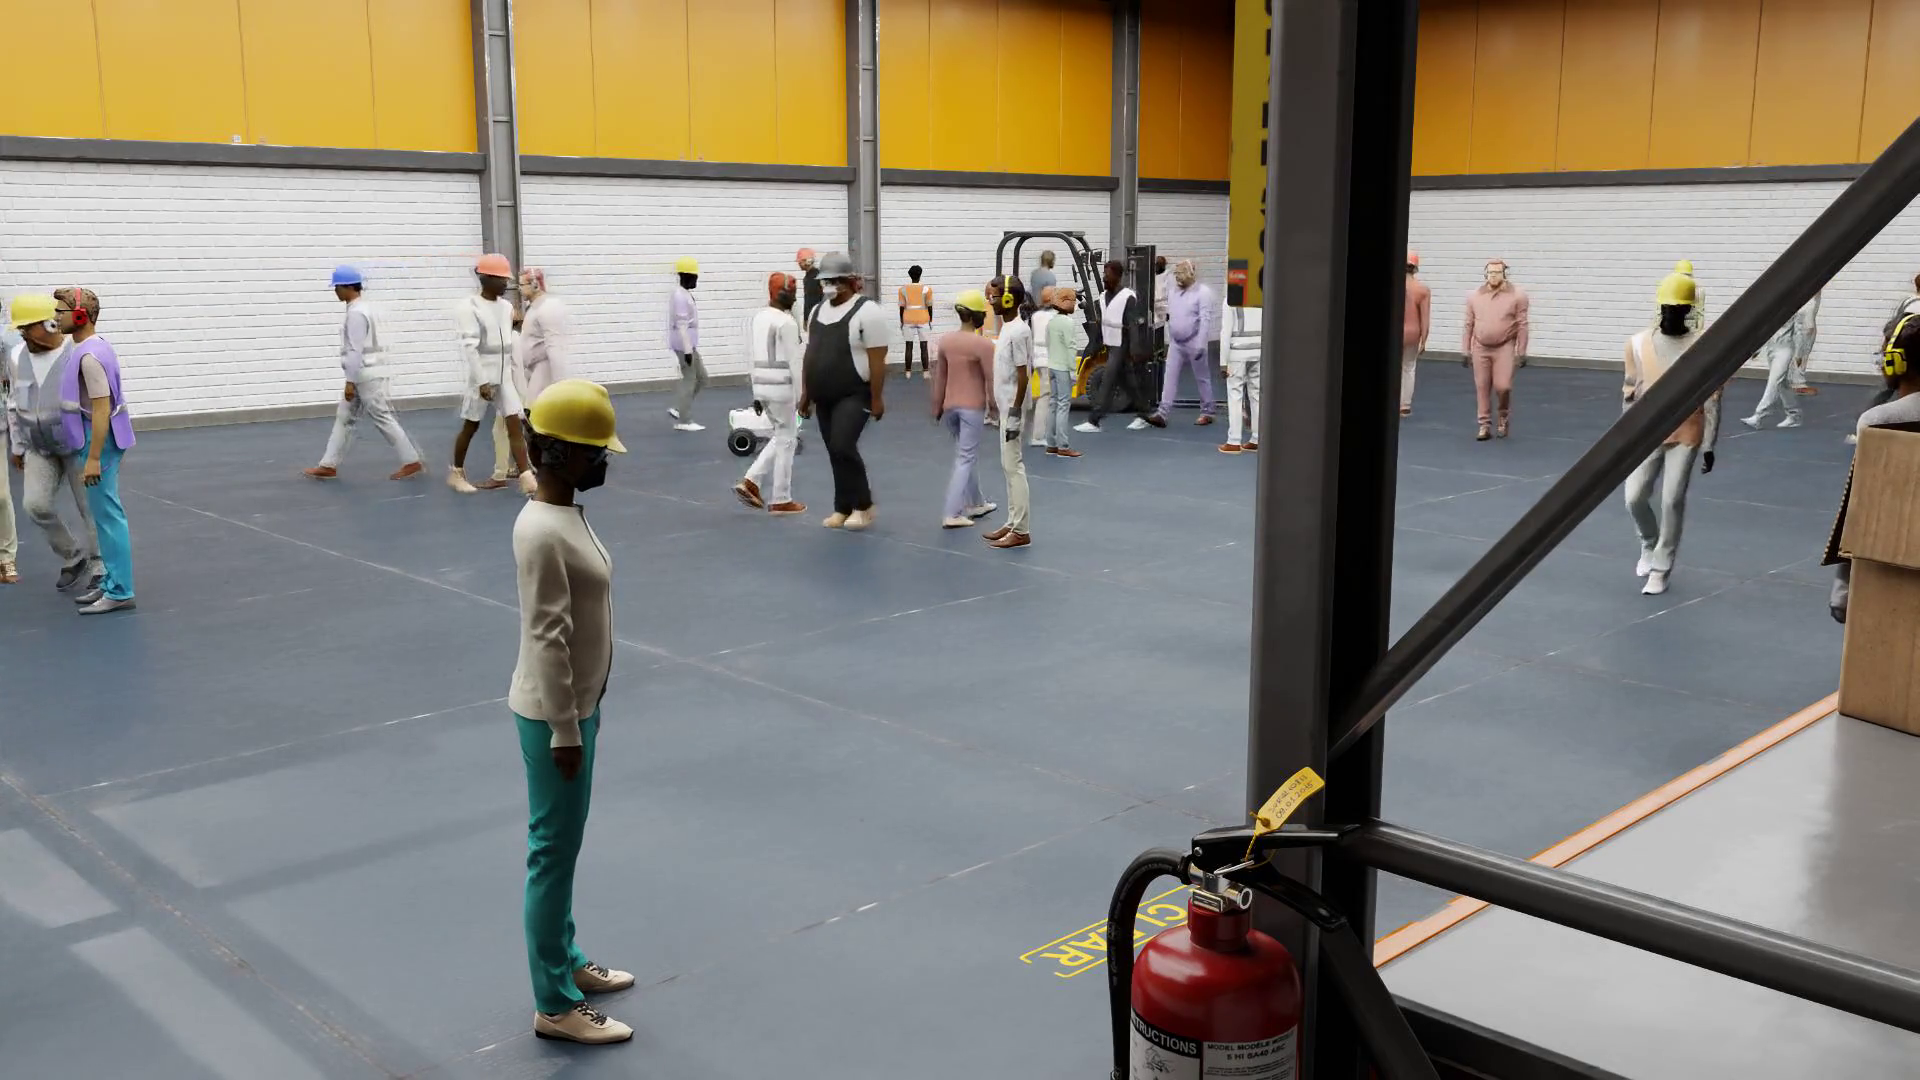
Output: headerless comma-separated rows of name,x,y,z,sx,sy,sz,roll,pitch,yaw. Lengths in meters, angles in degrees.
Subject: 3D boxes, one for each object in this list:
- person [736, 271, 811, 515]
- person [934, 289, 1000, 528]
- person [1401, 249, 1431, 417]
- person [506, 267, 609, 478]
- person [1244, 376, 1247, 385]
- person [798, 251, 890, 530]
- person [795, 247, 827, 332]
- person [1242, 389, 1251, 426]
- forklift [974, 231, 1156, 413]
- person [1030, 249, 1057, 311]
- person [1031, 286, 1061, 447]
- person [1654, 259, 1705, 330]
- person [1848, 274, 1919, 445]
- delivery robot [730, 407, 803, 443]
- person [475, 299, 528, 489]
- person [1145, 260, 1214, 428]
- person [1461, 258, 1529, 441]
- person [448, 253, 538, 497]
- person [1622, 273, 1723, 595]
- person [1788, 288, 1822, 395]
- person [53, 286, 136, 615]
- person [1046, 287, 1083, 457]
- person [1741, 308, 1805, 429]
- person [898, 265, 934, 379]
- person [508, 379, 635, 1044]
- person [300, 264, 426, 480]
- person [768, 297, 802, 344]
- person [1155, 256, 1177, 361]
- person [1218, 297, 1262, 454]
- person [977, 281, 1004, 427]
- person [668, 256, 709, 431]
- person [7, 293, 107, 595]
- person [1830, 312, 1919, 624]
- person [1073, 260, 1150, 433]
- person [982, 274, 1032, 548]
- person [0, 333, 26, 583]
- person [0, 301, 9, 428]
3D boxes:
person,-1.397,-1.104,12.650,0.455,1.867,0.577,-7,12,-32
person,0.137,-0.973,12.286,0.540,1.731,0.802,10,14,43
person,5.147,-2.390,19.354,0.612,1.973,0.800,3,11,16
person,-3.611,-1.491,14.784,0.920,1.865,0.673,-3,11,-18
person,4.331,-3.023,22.744,1.052,1.989,0.636,9,14,41
person,-0.873,-1.083,12.048,0.685,2.000,0.540,10,14,44
person,-2.039,-3.133,23.423,0.516,1.966,0.656,-5,11,-23
person,3.272,-2.158,18.106,0.449,1.963,0.676,-8,13,-36
forklift,1.222,-2.721,20.561,2.313,2.155,1.214,2,11,13
person,1.195,-3.443,25.256,0.717,1.920,0.639,-6,12,-29
person,0.977,-1.755,16.848,0.649,1.612,0.541,-7,12,-33
person,9.243,-2.686,21.396,0.596,1.824,0.403,5,12,26
person,9.539,-1.807,16.743,1.036,1.770,0.600,2,11,11
delivery robot,-1.891,-1.161,16.274,0.707,0.478,0.477,-1,10,-5
person,-3.714,-1.235,14.086,0.764,1.604,0.499,-3,11,-15
person,2.498,-2.170,18.473,0.998,1.850,0.658,-10,14,-43
person,5.538,-1.972,17.291,0.676,1.892,0.429,6,12,31
person,-3.836,-1.333,13.595,1.039,1.987,0.630,6,12,31
person,4.231,-0.628,9.924,0.589,1.912,0.470,8,13,38
person,11.378,-2.914,22.344,0.380,1.933,0.626,3,11,17
person,-4.887,-0.505,9.435,0.390,1.843,0.563,-6,12,-28
person,0.997,-1.620,16.087,0.280,1.633,0.498,-4,11,-22
person,8.999,-2.065,18.339,0.913,1.693,0.489,-3,11,-18
person,-0.650,-3.219,24.645,0.533,1.693,0.319,1,10,5
person,-1.033,0.451,4.456,0.325,1.760,0.523,-1,10,-8
person,-5.191,-1.438,14.431,1.049,1.887,0.623,-4,11,-19
person,-2.366,-2.753,22.371,0.524,1.587,0.858,9,14,41
person,3.403,-3.870,27.944,0.632,1.804,0.883,9,14,42
person,2.775,-1.773,16.266,0.580,1.879,0.346,-6,12,-28
person,0.389,-2.085,18.602,0.311,1.642,0.513,-9,14,-40
person,-2.955,-2.136,18.155,0.429,1.904,0.613,-1,10,-5
person,-5.310,-0.553,9.821,0.681,1.796,0.458,0,10,1
person,3.387,0.118,6.003,0.515,1.861,0.322,-3,11,-14
person,1.704,-2.114,18.164,1.016,1.874,0.608,-5,11,-25
person,0.332,-0.877,11.402,0.315,1.867,0.532,-1,10,-5
person,-5.978,-0.634,10.146,0.589,1.863,0.396,-4,11,-22
person,-8.171,-1.293,14.228,0.537,1.668,0.817,9,14,41
